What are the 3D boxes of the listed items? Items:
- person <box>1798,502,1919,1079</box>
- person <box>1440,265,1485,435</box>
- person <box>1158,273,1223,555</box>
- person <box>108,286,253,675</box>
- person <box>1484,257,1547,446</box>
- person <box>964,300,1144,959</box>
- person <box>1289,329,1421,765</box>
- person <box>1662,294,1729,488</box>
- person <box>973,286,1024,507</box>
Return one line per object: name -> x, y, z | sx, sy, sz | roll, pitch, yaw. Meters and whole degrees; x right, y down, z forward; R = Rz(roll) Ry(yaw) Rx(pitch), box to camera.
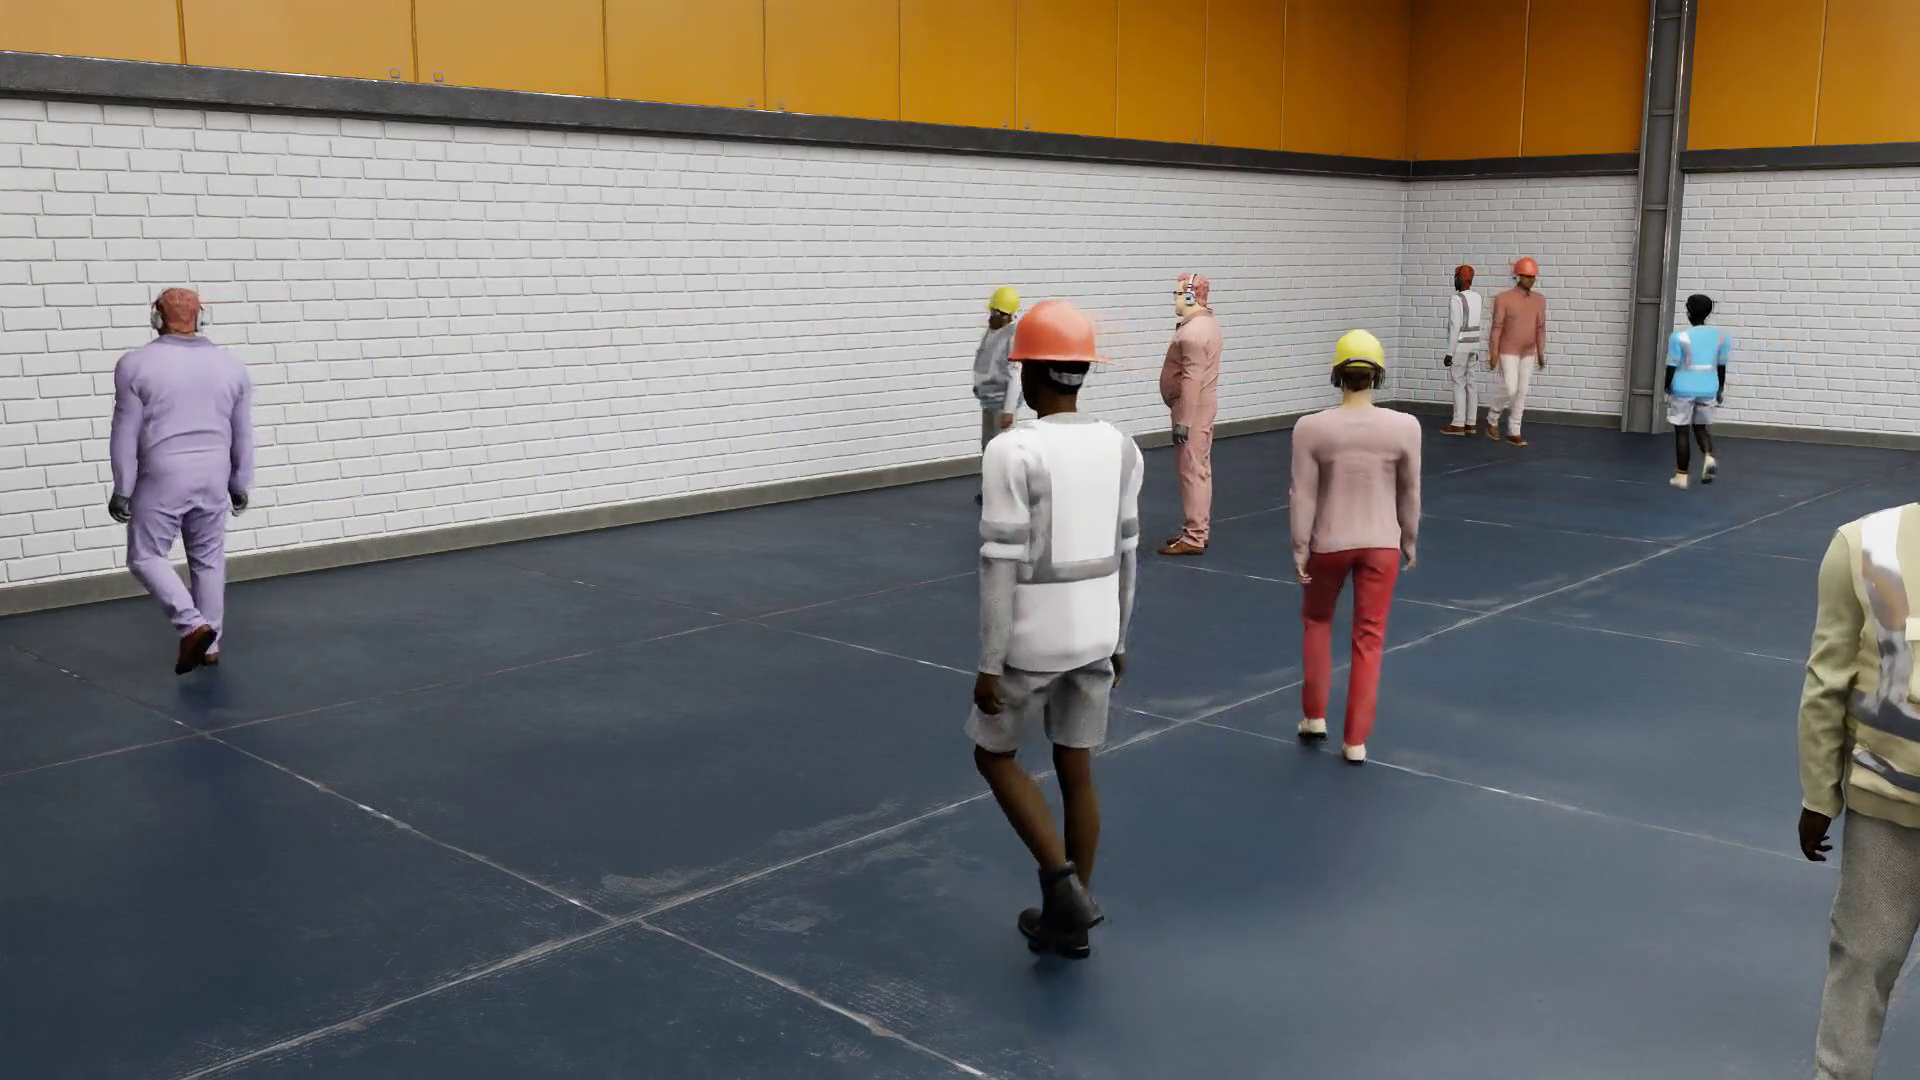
person -> 2.115, 0.549, 3.548 | 0.602, 1.830, 0.404 | 3, 11, 18
person -> 5.604, -2.110, 18.542 | 0.585, 1.882, 0.337 | -9, 13, -41
person -> 1.556, -0.851, 11.310 | 0.408, 1.908, 0.645 | 3, 10, 17
person -> -3.766, -0.278, 8.076 | 0.619, 1.893, 0.698 | 8, 13, 38
person -> 5.859, -1.971, 17.473 | 0.630, 1.976, 0.481 | -4, 11, -20
person -> 0.271, 0.280, 4.802 | 0.570, 1.924, 0.421 | -7, 12, -34
person -> 1.607, 0.020, 6.814 | 0.532, 1.748, 0.610 | 2, 10, 9
person -> 6.323, -1.270, 14.301 | 0.550, 1.683, 0.424 | -1, 10, -5
person -> 0.286, -1.084, 13.000 | 0.406, 1.794, 0.699 | -4, 11, -22
